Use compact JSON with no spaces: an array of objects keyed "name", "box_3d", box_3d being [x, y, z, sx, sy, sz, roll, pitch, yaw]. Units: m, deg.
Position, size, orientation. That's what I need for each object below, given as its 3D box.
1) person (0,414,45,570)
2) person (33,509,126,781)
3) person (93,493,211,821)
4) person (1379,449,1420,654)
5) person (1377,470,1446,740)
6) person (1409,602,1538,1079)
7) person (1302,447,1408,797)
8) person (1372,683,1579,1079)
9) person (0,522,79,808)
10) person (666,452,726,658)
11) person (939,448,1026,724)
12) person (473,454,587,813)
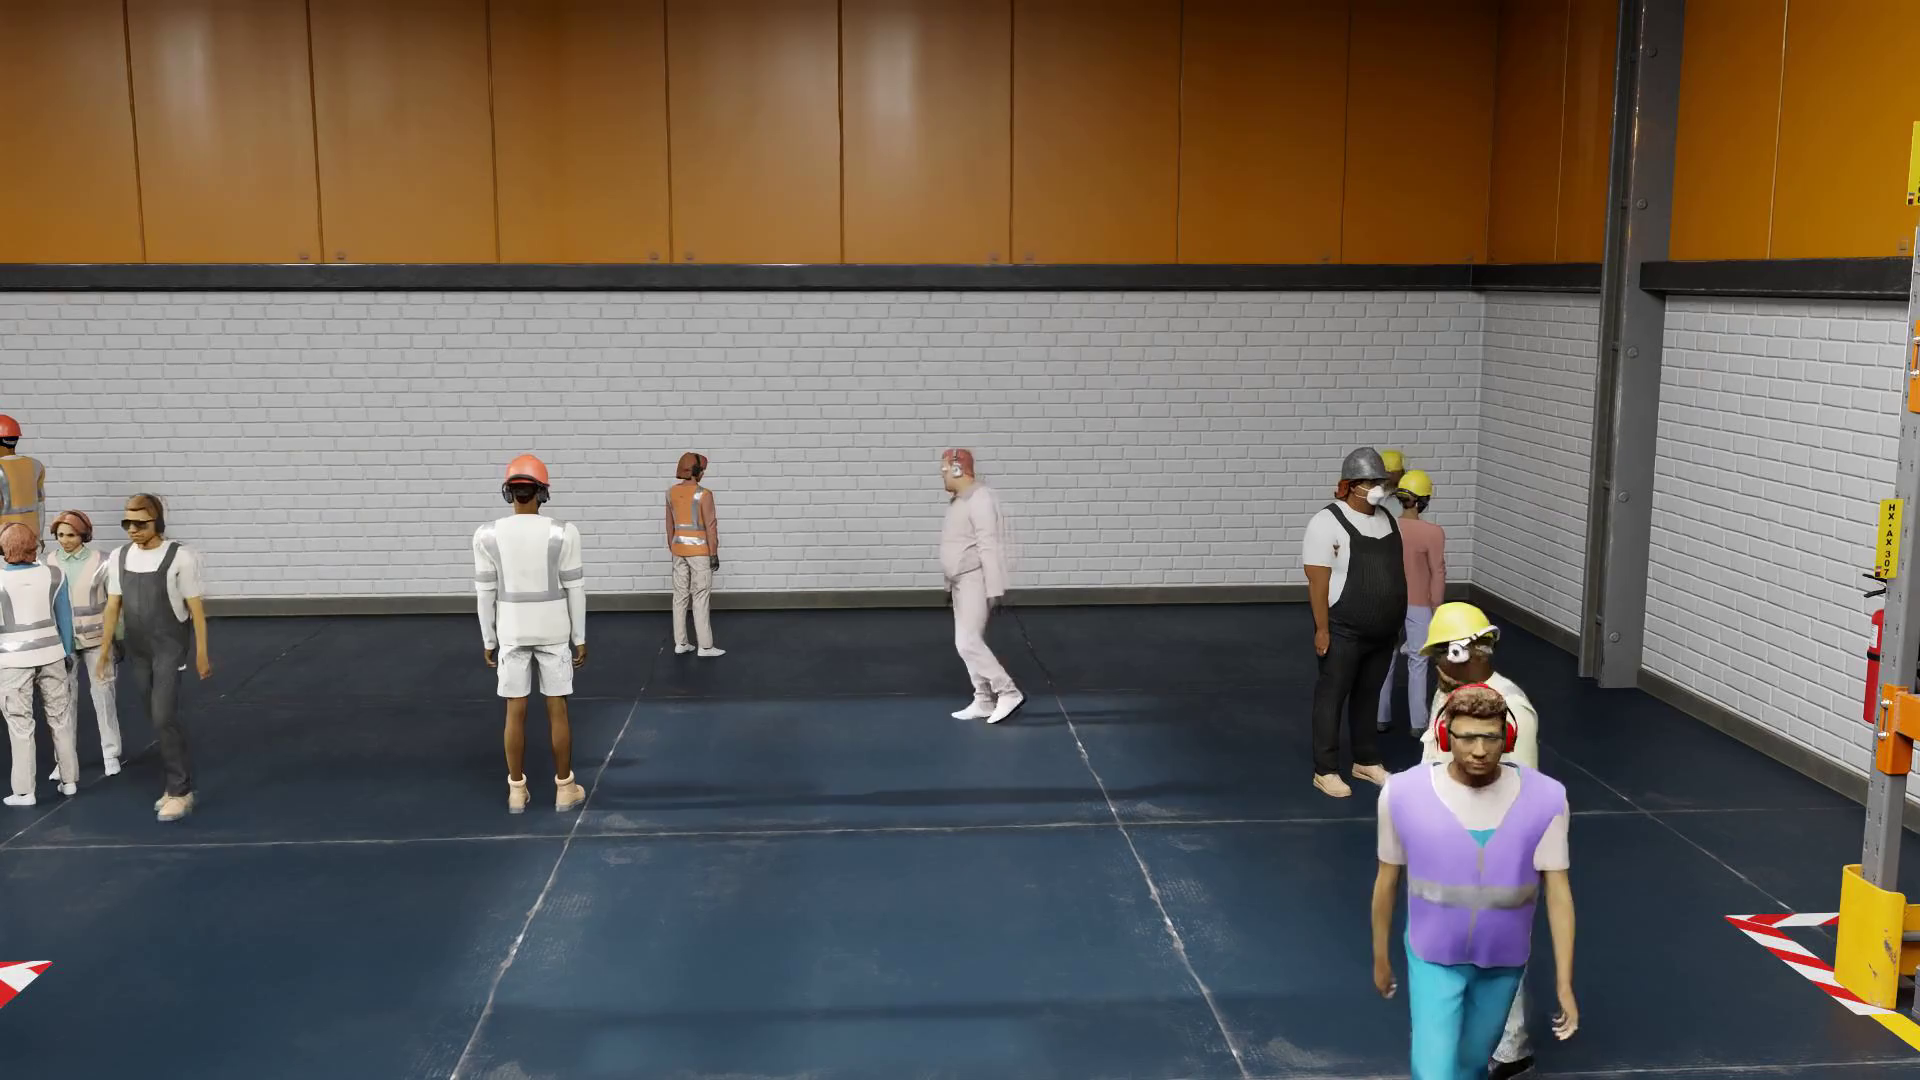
[{"name":"person","box_3d":[-7.524,-0.028,13.214,0.359,1.938,0.545,3,10,19]},{"name":"person","box_3d":[-5.311,0.626,10.043,0.514,1.639,0.310,-3,9,-16]},{"name":"person","box_3d":[-4.542,0.651,9.291,0.513,1.824,0.622,2,9,13]},{"name":"person","box_3d":[3.394,0.124,12.965,0.489,1.713,0.743,7,11,38]},{"name":"person","box_3d":[2.943,0.422,10.928,0.526,1.768,0.330,9,13,44]},{"name":"person","box_3d":[1.965,1.147,6.358,0.407,1.797,0.641,-2,9,-13]},{"name":"person","box_3d":[2.364,0.472,9.751,0.682,2.000,0.537,-6,11,-32]},{"name":"person","box_3d":[1.579,1.329,5.119,0.579,1.796,0.939,0,9,3]},{"name":"person","box_3d":[-5.321,0.710,9.509,0.311,1.642,0.513,7,11,37]},{"name":"person","box_3d":[-2.122,0.120,13.220,0.514,1.639,0.310,6,11,34]},{"name":"person","box_3d":[0.100,0.311,11.311,0.507,1.871,0.674,-2,9,-13]},{"name":"person","box_3d":[-2.407,0.532,9.392,0.606,2.038,0.382,-1,9,-4]}]
